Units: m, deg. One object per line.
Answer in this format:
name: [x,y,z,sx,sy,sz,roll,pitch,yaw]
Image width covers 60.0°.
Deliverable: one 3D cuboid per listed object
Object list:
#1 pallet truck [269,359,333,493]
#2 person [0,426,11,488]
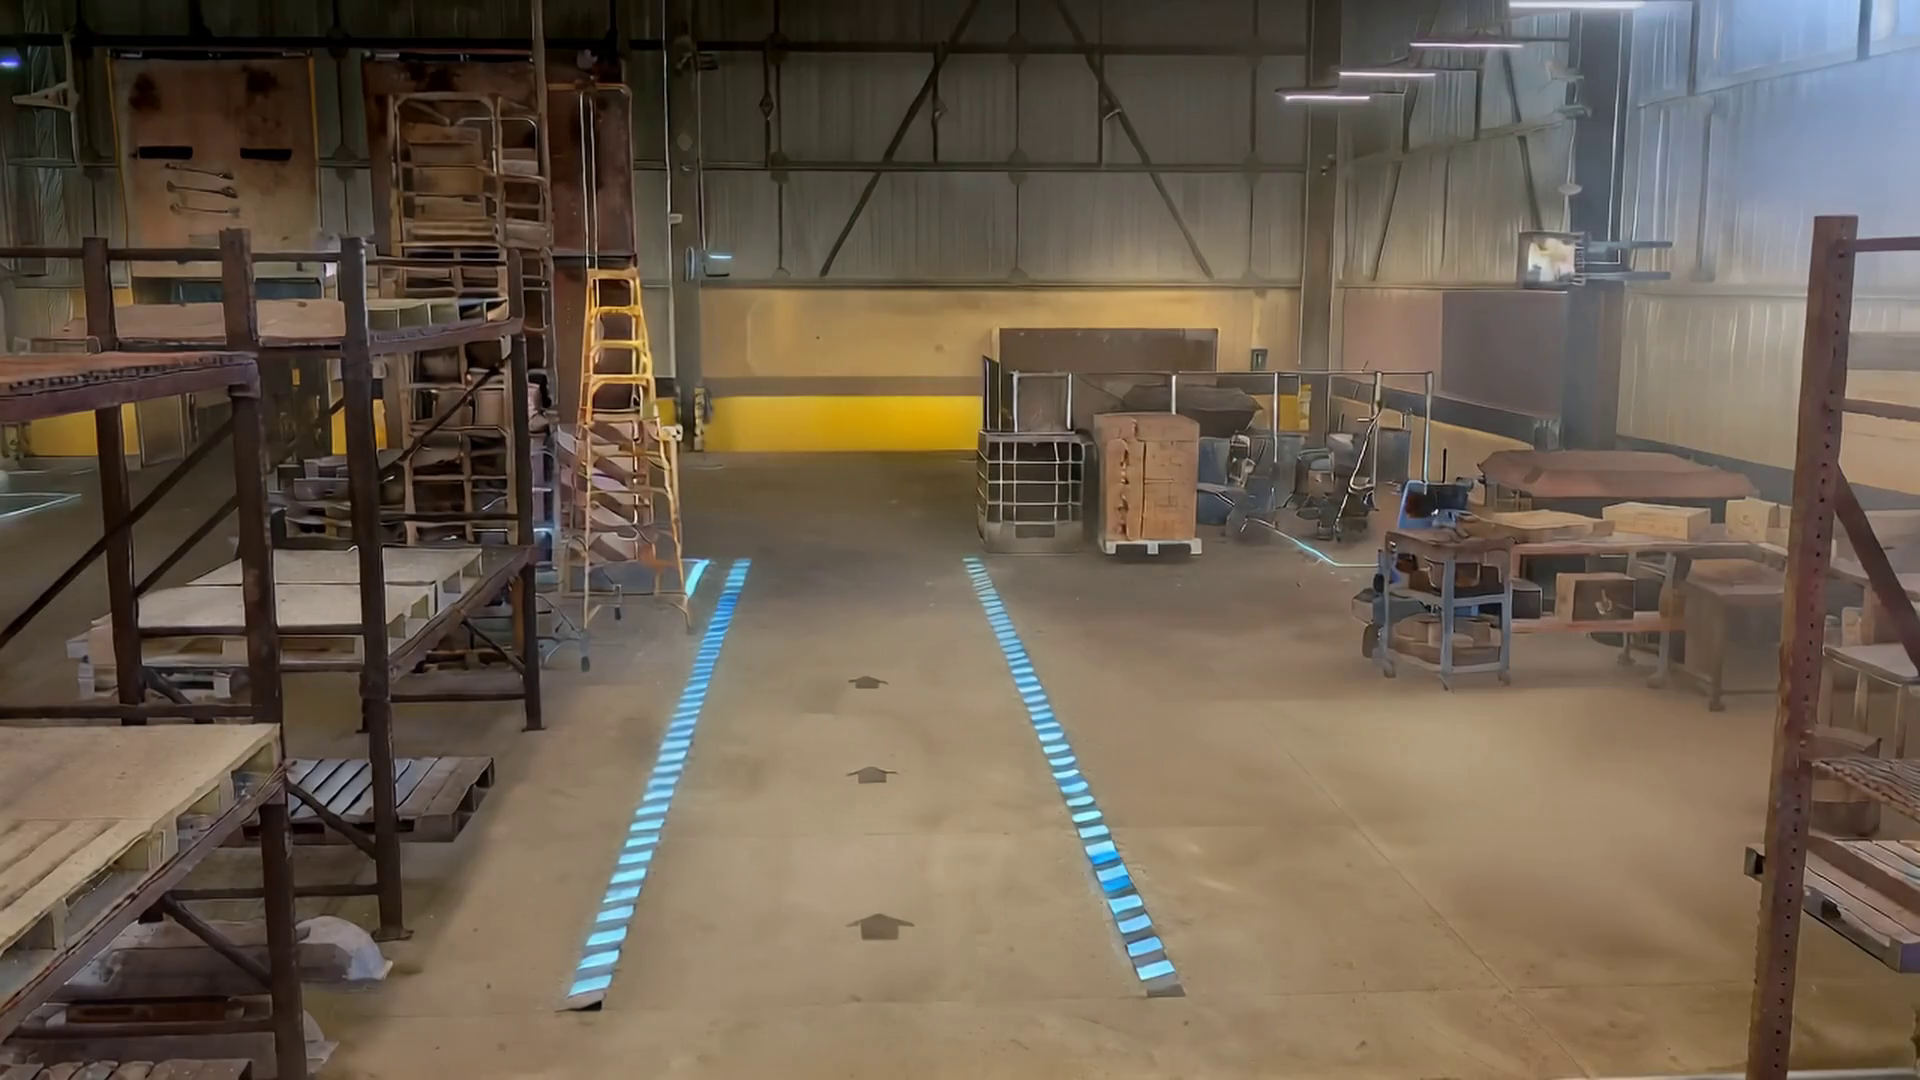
pallet truck: [-7.062,-1.131,18.996,1.885,1.965,0.823,2,9,13]
person: [-13.164,-1.661,22.547,0.389,1.930,0.544,-8,12,-41]
